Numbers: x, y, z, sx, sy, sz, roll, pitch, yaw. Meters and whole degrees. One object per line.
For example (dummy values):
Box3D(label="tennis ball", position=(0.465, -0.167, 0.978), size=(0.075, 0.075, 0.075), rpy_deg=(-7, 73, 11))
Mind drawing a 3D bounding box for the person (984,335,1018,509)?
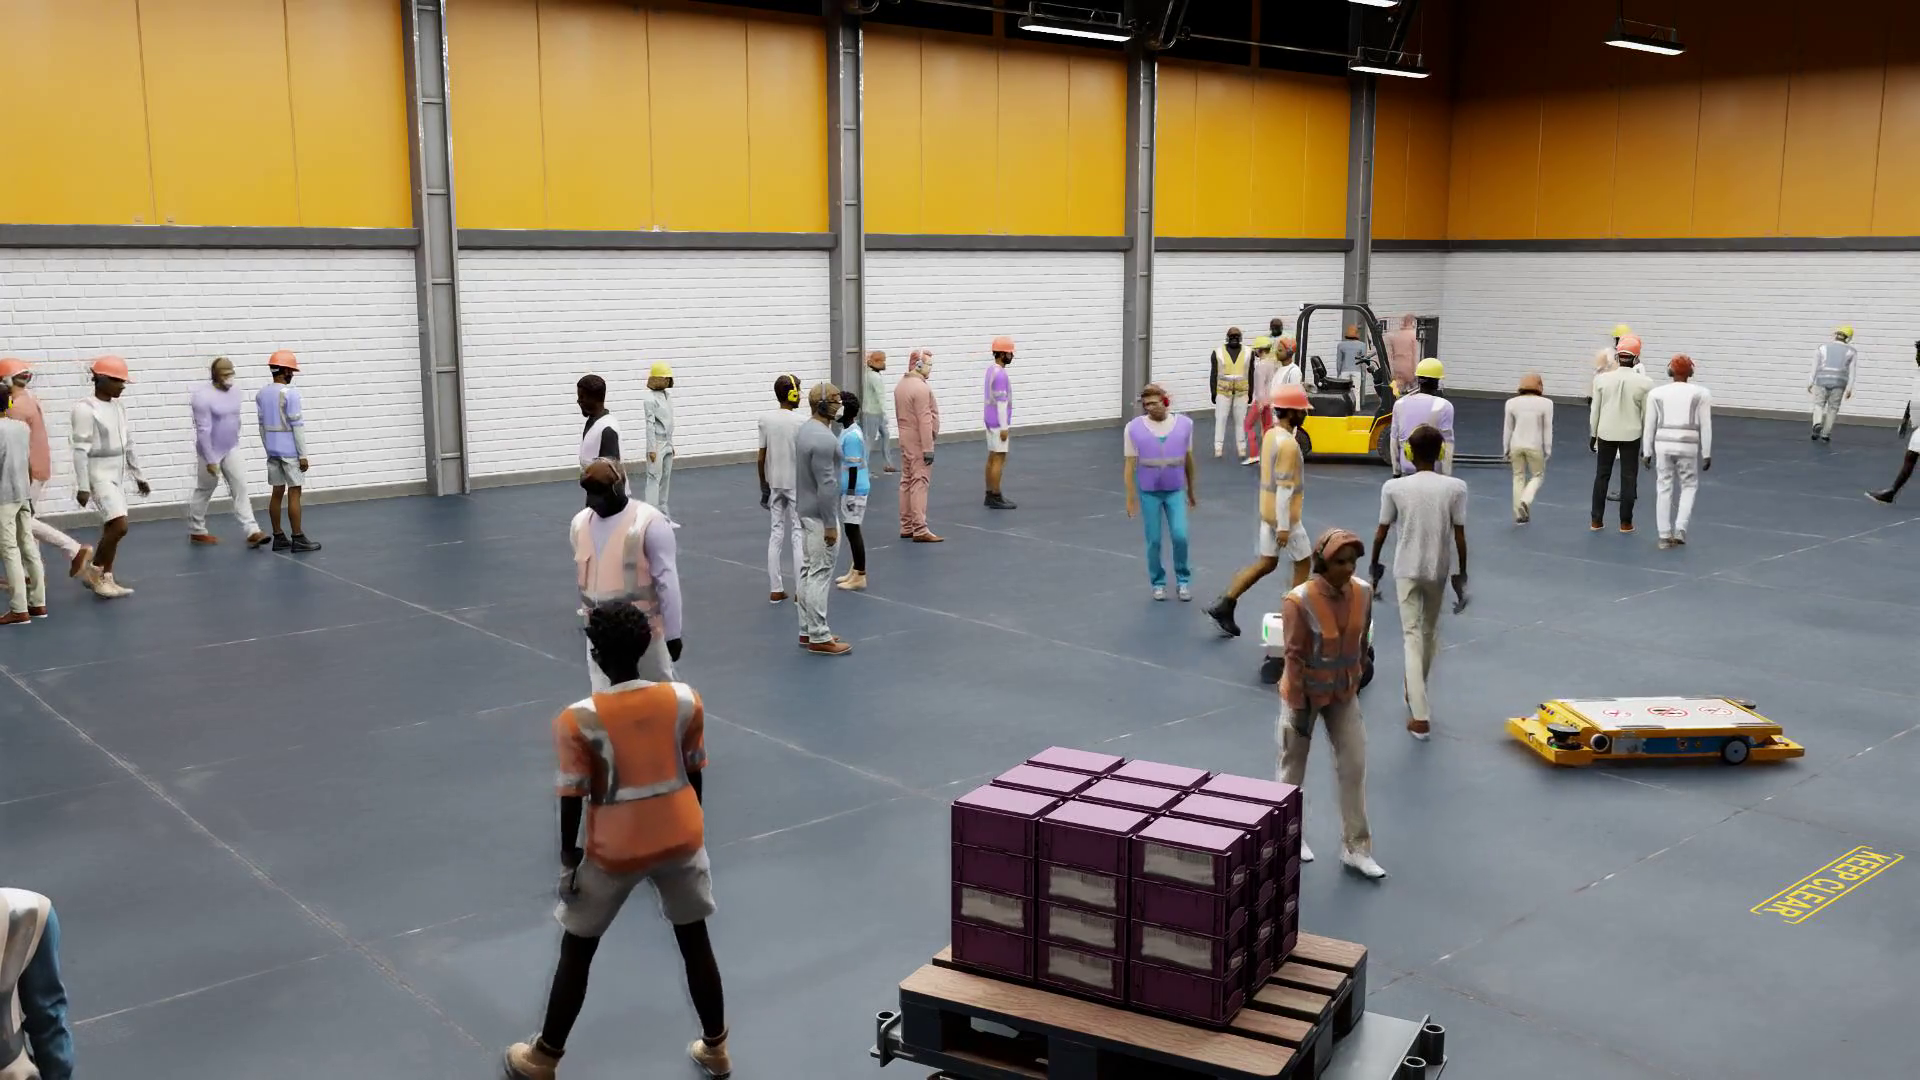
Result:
Box3D(label="person", position=(0.461, -1.317, 18.604), size=(0.378, 1.933, 0.551), rpy_deg=(-2, 10, -12))

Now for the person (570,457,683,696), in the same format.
Box3D(label="person", position=(-1.691, 0.441, 8.738), size=(0.666, 1.803, 0.871), rpy_deg=(5, 11, 25))

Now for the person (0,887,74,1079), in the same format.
Box3D(label="person", position=(-2.289, 1.361, 3.784), size=(0.513, 1.642, 0.311), rpy_deg=(-7, 12, -35))

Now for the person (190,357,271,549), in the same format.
Box3D(label="person", position=(-7.098, -0.826, 15.982), size=(1.048, 1.861, 0.630), rpy_deg=(4, 11, 24))

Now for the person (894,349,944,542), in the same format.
Box3D(label="person", position=(-0.399, -0.930, 16.446), size=(0.406, 1.901, 0.637), rpy_deg=(-4, 11, -24))

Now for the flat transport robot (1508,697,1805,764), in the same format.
Box3D(label="flat transport robot", position=(3.948, 1.074, 9.473), size=(1.431, 0.197, 0.652), rpy_deg=(-1, 10, -4))

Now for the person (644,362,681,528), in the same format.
Box3D(label="person", position=(-3.050, -0.954, 17.039), size=(0.317, 1.742, 0.492), rpy_deg=(3, 10, 16))

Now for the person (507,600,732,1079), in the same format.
Box3D(label="person", position=(-1.160, 1.042, 5.618), size=(0.691, 1.667, 0.442), rpy_deg=(-6, 11, -31))

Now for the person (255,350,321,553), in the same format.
Box3D(label="person", position=(-6.411, -0.842, 15.844), size=(0.542, 1.930, 0.367), rpy_deg=(5, 11, 27))

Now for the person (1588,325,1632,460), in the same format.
Box3D(label="person", position=(9.149, -2.070, 23.232), size=(0.611, 1.867, 1.009), rpy_deg=(-3, 10, -15))

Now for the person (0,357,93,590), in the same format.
Box3D(label="person", position=(-7.805, -0.557, 14.065), size=(0.653, 1.967, 0.638), rpy_deg=(-3, 10, -19))

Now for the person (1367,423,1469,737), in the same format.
Box3D(label="person", position=(2.738, 0.210, 10.005), size=(0.560, 1.815, 0.977), rpy_deg=(1, 10, 5))

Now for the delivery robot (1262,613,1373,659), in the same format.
Box3D(label="delivery robot", position=(2.362, 0.624, 11.002), size=(0.707, 0.478, 0.477), rpy_deg=(2, 10, 14))

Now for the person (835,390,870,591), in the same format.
Box3D(label="person", position=(-0.924, -0.417, 14.063), size=(0.321, 1.692, 0.539), rpy_deg=(-1, 10, -7))

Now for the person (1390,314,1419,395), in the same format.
Box3D(label="person", position=(7.392, -2.755, 27.210), size=(0.856, 1.866, 0.659), rpy_deg=(-6, 11, -32))

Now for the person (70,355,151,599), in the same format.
Box3D(label="person", position=(-6.967, -0.498, 13.602), size=(0.482, 2.005, 0.640), rpy_deg=(0, 10, 1))

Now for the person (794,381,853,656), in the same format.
Box3D(label="person", position=(-0.988, -0.156, 11.795), size=(0.362, 1.938, 0.631), rpy_deg=(-3, 10, -17))

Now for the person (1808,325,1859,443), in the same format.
Box3D(label="person", position=(13.091, -2.333, 24.982), size=(0.654, 1.789, 0.581), rpy_deg=(6, 12, 33))

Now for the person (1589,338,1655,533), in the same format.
Box3D(label="person", position=(6.747, -1.062, 16.980), size=(0.619, 1.989, 0.396), rpy_deg=(6, 11, 30))

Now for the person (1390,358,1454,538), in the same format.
Box3D(label="person", position=(4.074, -0.637, 14.648), size=(0.388, 1.926, 0.590), rpy_deg=(-10, 14, -44))

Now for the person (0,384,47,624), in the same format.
Box3D(label="person", position=(-7.297, -0.277, 12.731), size=(0.335, 1.865, 0.520), rpy_deg=(2, 10, 9))

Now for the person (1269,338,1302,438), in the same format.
Box3D(label="person", position=(3.719, -1.373, 19.082), size=(0.355, 1.885, 0.575), rpy_deg=(-2, 10, -9))

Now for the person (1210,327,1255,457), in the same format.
Box3D(label="person", position=(3.821, -2.067, 23.311), size=(0.628, 1.836, 0.430), rpy_deg=(1, 10, 3))

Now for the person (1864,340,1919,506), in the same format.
Box3D(label="person", position=(10.765, -1.312, 18.644), size=(1.021, 1.908, 0.628), rpy_deg=(2, 10, 9))

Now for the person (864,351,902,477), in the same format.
Box3D(label="person", position=(-0.973, -1.601, 21.205), size=(0.714, 1.604, 0.533), rpy_deg=(-2, 10, -10))

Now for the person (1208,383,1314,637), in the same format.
Box3D(label="person", position=(2.298, -0.202, 12.177), size=(0.890, 1.908, 0.552), rpy_deg=(-1, 10, -6))

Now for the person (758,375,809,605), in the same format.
Box3D(label="person", position=(-1.392, -0.403, 13.478), size=(0.520, 1.861, 0.332), rpy_deg=(4, 11, 24))

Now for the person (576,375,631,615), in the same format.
Box3D(label="person", position=(-2.752, -0.320, 12.834), size=(0.393, 1.915, 0.587), rpy_deg=(-4, 11, -25))

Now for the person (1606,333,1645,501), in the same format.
Box3D(label="person", position=(7.658, -1.408, 19.133), size=(0.374, 1.935, 0.552), rpy_deg=(6, 11, 32))

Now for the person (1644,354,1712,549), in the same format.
Box3D(label="person", position=(6.910, -0.848, 16.028), size=(0.633, 1.871, 0.482), rpy_deg=(6, 12, 33))

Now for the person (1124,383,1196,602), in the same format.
Box3D(label="person", position=(1.620, -0.382, 13.515), size=(0.611, 1.800, 0.497), rpy_deg=(-1, 10, -4))

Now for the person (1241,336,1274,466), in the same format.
Box3D(label="person", position=(3.989, -1.850, 22.273), size=(0.579, 1.747, 0.524), rpy_deg=(6, 11, 30))

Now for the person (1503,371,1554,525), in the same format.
Box3D(label="person", position=(5.913, -0.952, 17.347), size=(0.513, 1.614, 0.385), rpy_deg=(6, 12, 33))

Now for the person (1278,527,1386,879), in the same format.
Box3D(label="person", position=(1.681, 0.734, 7.544), size=(0.511, 1.598, 0.702), rpy_deg=(-4, 10, -21))

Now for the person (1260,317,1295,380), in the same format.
Box3D(label="person", position=(5.287, -2.797, 27.635), size=(0.625, 1.818, 0.818), rpy_deg=(5, 11, 26))

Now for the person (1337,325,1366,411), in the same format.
Box3D(label="person", position=(6.712, -2.866, 28.553), size=(0.499, 1.633, 0.286), rpy_deg=(3, 10, 16))

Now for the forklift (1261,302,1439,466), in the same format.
Box3D(label="forklift", position=(5.320, -2.157, 22.763), size=(2.313, 2.155, 1.214), rpy_deg=(3, 10, 16))
